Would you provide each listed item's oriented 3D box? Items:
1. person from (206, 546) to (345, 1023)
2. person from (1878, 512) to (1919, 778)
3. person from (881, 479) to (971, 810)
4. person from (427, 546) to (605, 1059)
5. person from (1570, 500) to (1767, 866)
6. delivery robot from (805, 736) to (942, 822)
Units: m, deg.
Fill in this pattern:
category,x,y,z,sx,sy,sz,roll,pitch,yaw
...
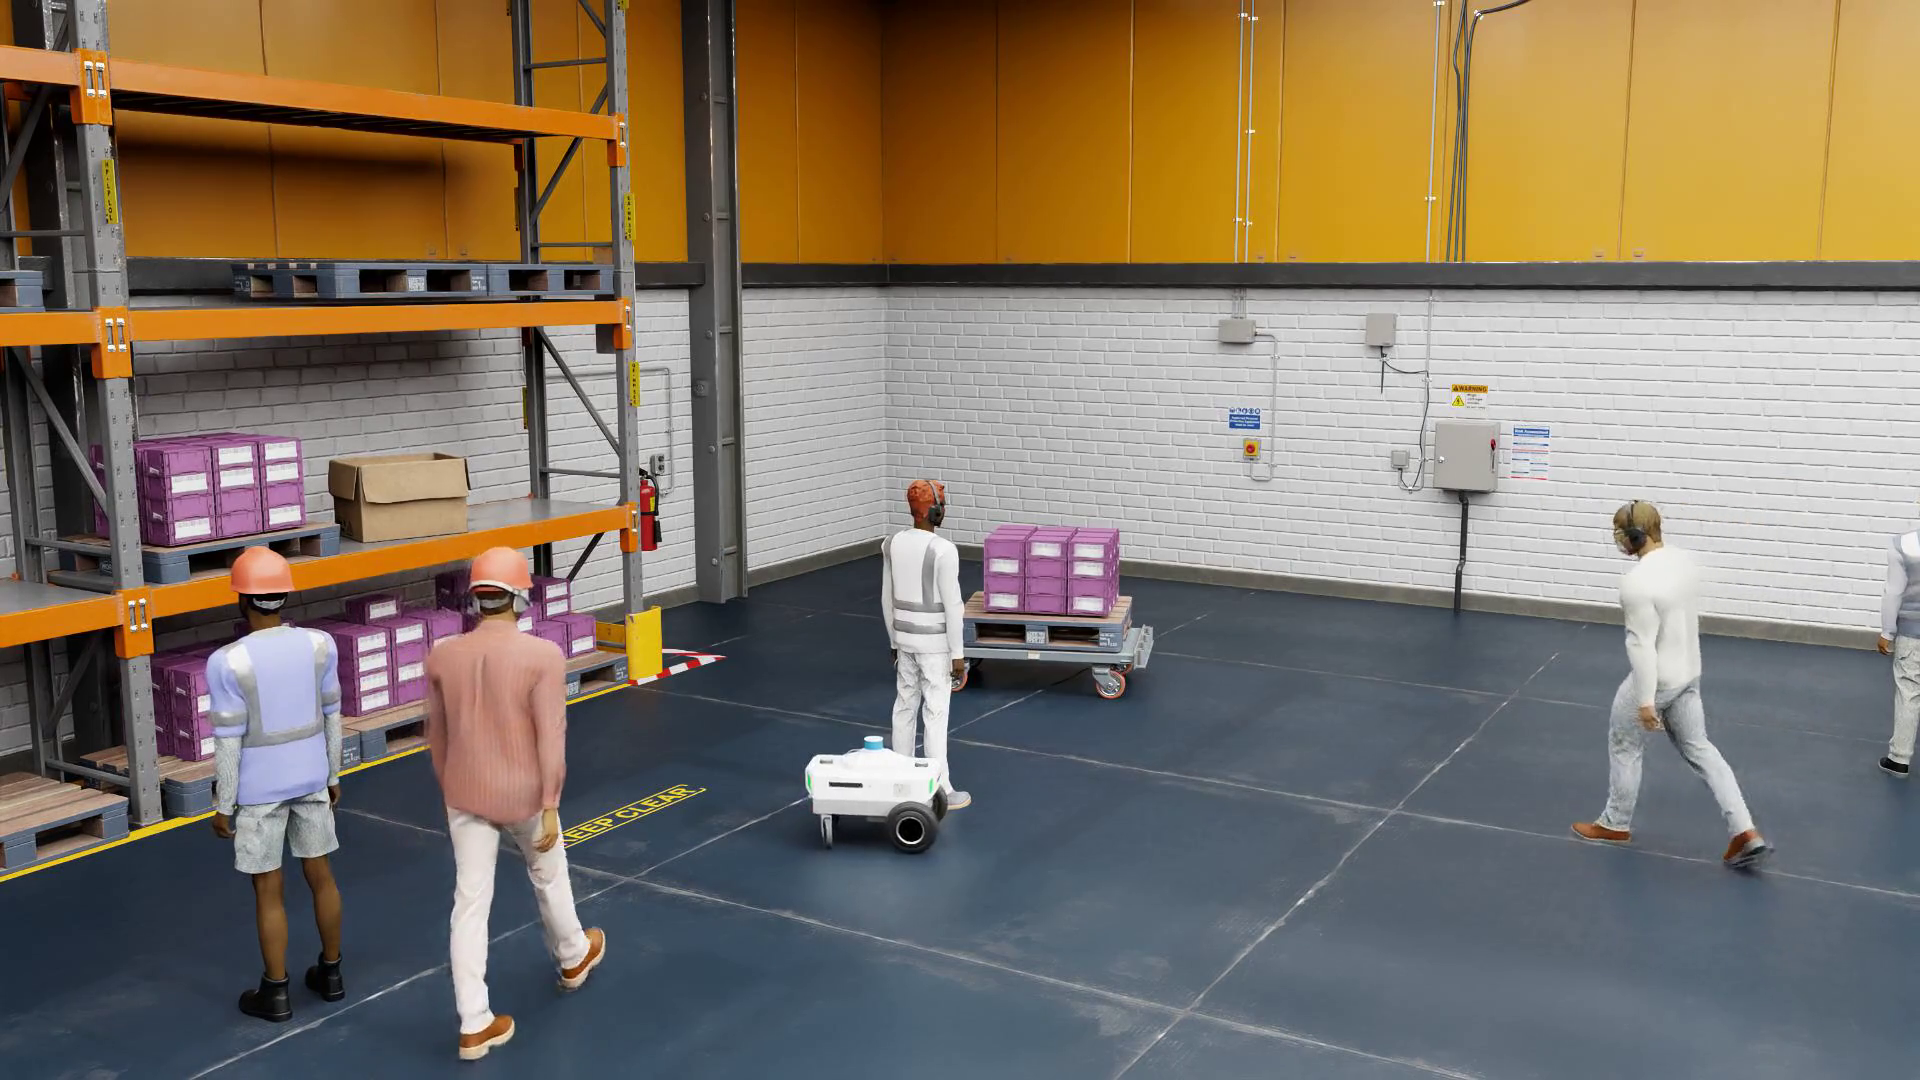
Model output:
category,x,y,z,sx,sy,sz,roll,pitch,yaw
person,-2.786,0.987,6.778,0.362,1.939,0.543,8,12,40
person,5.817,0.528,9.960,0.590,1.837,0.403,2,9,11
person,-0.192,0.594,9.406,0.580,1.883,0.352,8,12,42
person,-1.809,0.996,6.710,0.642,1.932,1.059,2,9,10
person,3.692,0.737,8.526,0.742,1.886,0.961,-7,12,-39
delivery robot,-0.461,1.292,8.889,0.707,0.478,0.477,1,9,7
